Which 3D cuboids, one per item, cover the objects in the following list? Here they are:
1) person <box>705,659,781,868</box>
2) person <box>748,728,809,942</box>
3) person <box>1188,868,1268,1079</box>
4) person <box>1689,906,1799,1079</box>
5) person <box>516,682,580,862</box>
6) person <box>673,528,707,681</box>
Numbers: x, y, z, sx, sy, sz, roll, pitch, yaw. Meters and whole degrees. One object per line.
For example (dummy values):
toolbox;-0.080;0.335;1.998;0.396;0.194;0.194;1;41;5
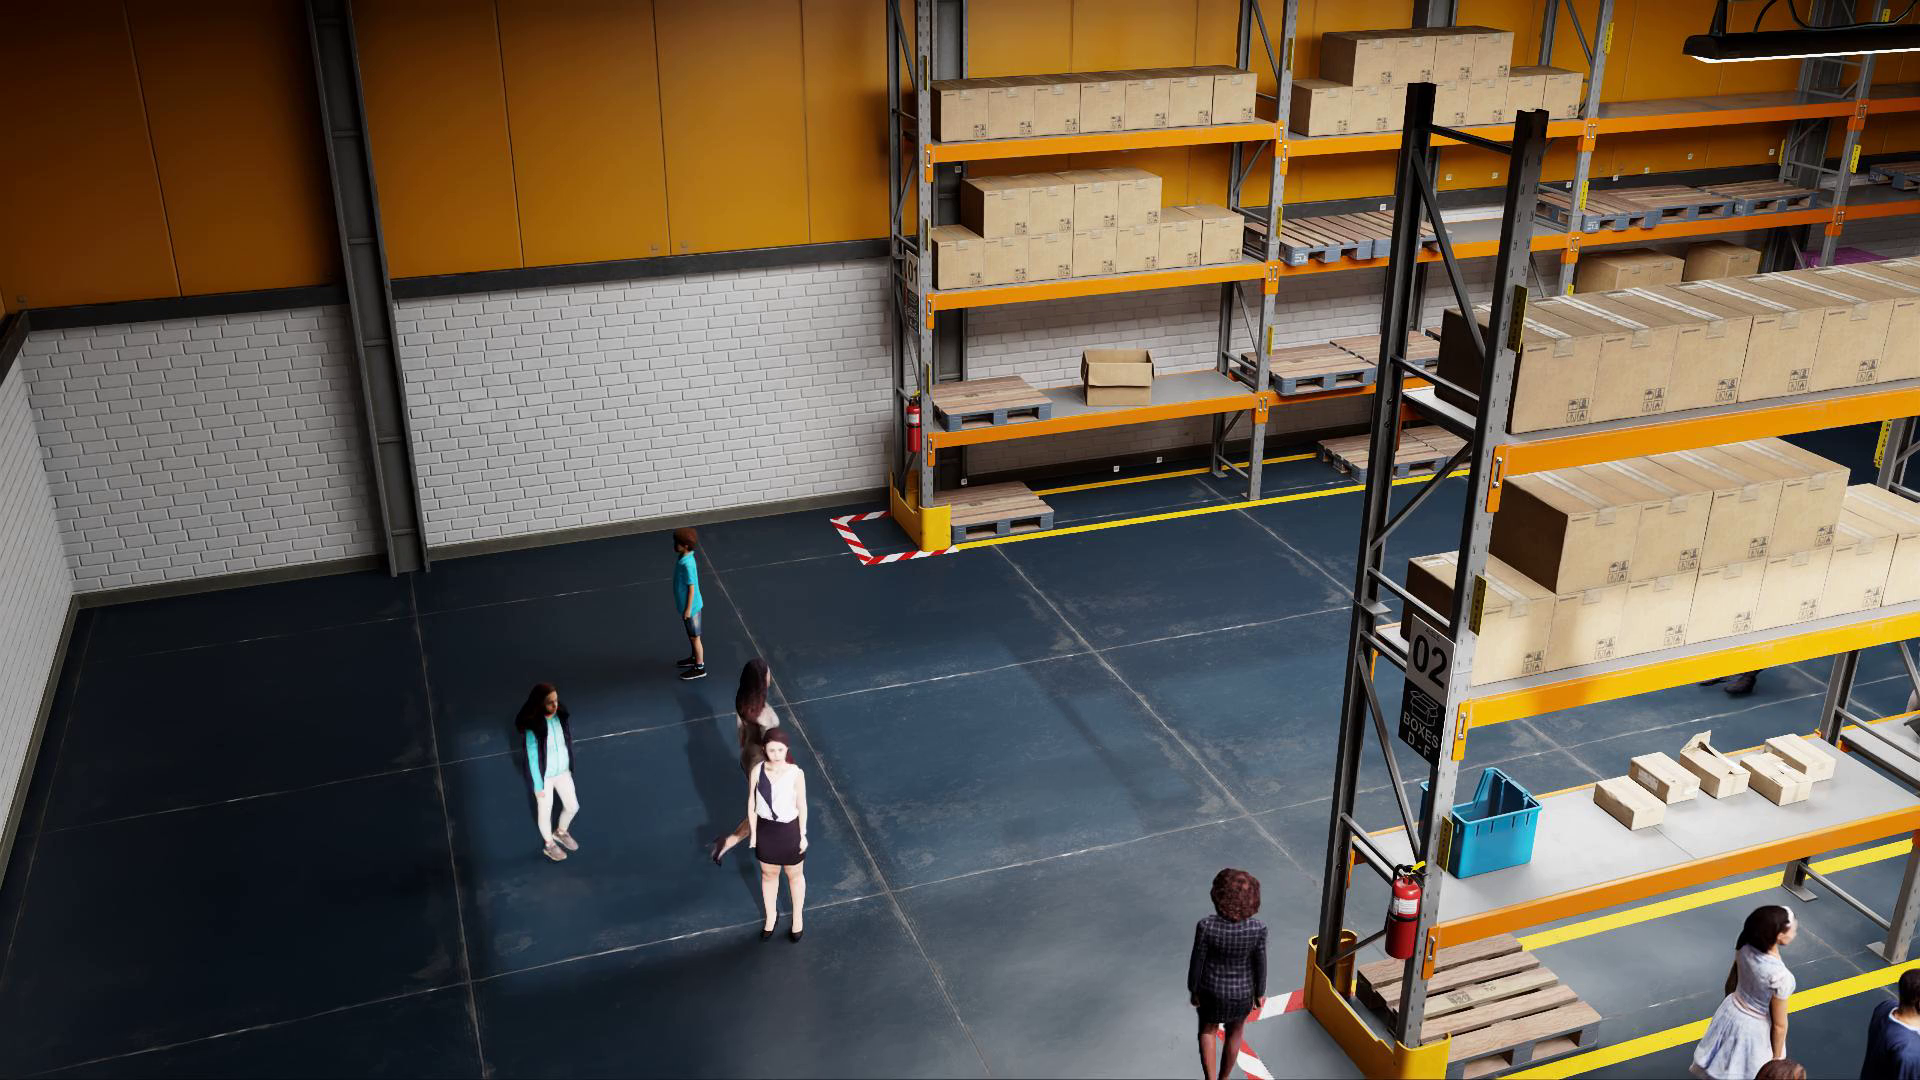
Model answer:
person;-1.519;1.692;12.159;0.991;1.729;0.700;-14;27;-28
person;-1.242;2.033;11.480;0.584;1.647;0.695;3;24;7
person;1.587;2.733;9.830;0.863;1.686;0.861;2;24;4
person;4.452;2.845;9.418;0.744;1.813;0.722;-5;24;-12
person;-3.117;1.707;12.424;0.750;1.489;0.669;18;29;35
person;-2.453;0.552;15.119;0.520;1.448;0.544;-5;24;-11
